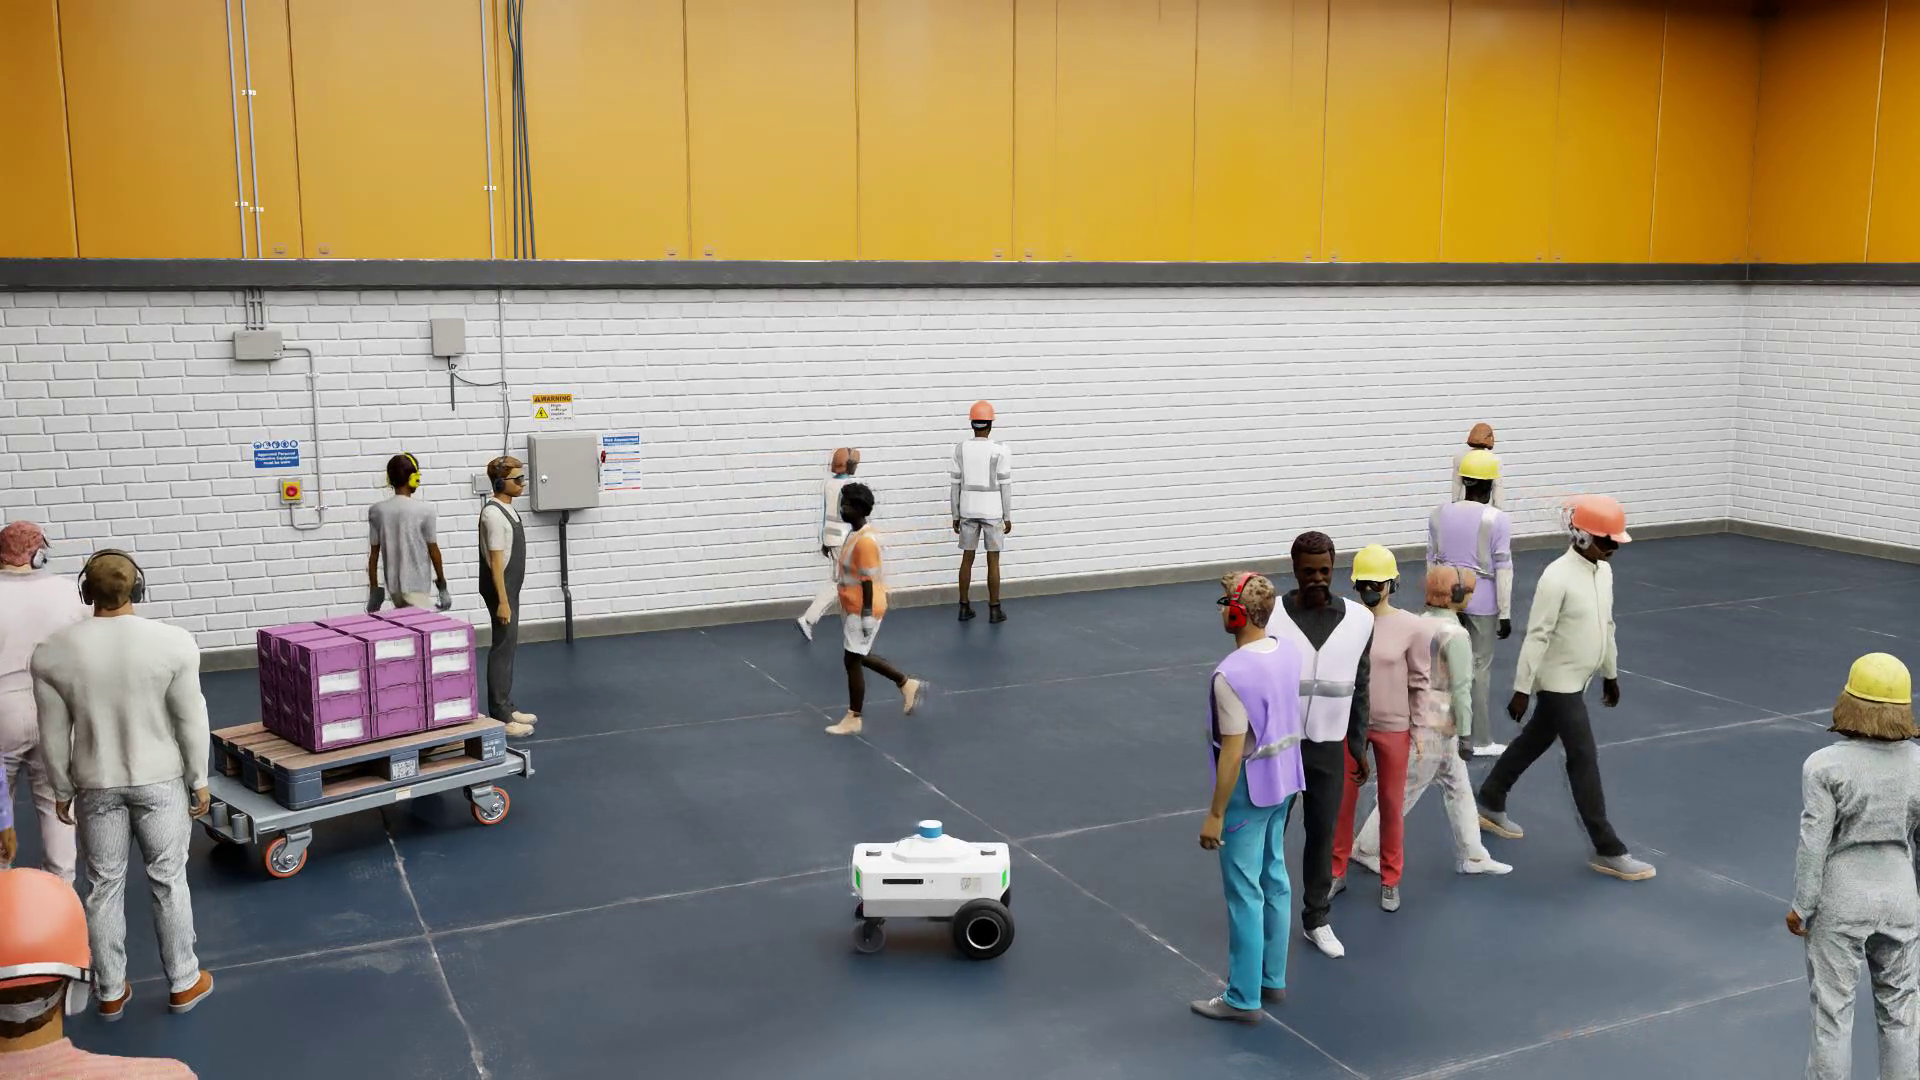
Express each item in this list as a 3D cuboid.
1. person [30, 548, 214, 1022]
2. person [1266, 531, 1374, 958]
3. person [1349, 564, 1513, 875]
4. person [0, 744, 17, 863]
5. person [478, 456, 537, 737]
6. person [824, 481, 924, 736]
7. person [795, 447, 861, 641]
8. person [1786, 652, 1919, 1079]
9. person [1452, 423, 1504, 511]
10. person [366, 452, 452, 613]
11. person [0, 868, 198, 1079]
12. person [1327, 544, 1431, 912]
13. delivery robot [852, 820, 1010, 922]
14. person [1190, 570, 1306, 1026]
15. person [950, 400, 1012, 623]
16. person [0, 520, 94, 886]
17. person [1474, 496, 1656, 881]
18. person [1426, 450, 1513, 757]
[{"bbox_3d":[-3.367,0.990,6.746,0.630,1.940,0.372,-2,9,-14],"label":"person"},{"bbox_3d":[1.527,0.899,7.371,0.590,1.919,0.394,-1,9,-4],"label":"person"},{"bbox_3d":[2.351,0.913,8.300,0.842,1.599,0.529,0,9,2],"label":"person"},{"bbox_3d":[-3.768,1.062,6.065,0.924,2.009,0.636,7,11,37],"label":"person"},{"bbox_3d":[-2.983,0.363,10.923,0.326,1.843,0.516,-1,9,-8],"label":"person"},{"bbox_3d":[-0.569,0.445,10.941,0.626,1.682,0.540,-2,9,-12],"label":"person"},{"bbox_3d":[-1.040,0.040,13.659,0.723,1.614,0.540,-5,11,-30],"label":"person"},{"bbox_3d":[3.113,1.247,5.750,0.492,1.742,0.323,0,9,3],"label":"person"},{"bbox_3d":[4.853,-0.286,15.626,0.501,1.629,0.268,8,12,42],"label":"person"},{"bbox_3d":[-3.725,0.337,11.113,0.494,1.832,0.842,3,10,19],"label":"person"},{"bbox_3d":[-1.637,1.571,3.001,0.634,1.979,0.672,-8,12,-40],"label":"person"},{"bbox_3d":[1.948,0.890,7.899,0.532,1.767,0.328,4,10,24],"label":"person"},{"bbox_3d":[-0.133,1.510,7.508,0.707,0.478,0.477,0,9,-1],"label":"delivery robot"},{"bbox_3d":[1.181,1.039,6.718,0.389,1.847,0.563,7,12,38],"label":"person"},{"bbox_3d":[0.192,-0.244,14.435,0.545,1.929,0.383,3,10,21],"label":"person"},{"bbox_3d":[-4.475,0.840,7.904,0.716,1.864,0.697,-8,12,-42],"label":"person"},{"bbox_3d":[3.095,0.704,8.562,1.068,1.930,0.665,9,12,43],"label":"person"},{"bbox_3d":[3.209,0.396,10.458,0.373,1.928,0.584,-8,12,-39],"label":"person"}]
